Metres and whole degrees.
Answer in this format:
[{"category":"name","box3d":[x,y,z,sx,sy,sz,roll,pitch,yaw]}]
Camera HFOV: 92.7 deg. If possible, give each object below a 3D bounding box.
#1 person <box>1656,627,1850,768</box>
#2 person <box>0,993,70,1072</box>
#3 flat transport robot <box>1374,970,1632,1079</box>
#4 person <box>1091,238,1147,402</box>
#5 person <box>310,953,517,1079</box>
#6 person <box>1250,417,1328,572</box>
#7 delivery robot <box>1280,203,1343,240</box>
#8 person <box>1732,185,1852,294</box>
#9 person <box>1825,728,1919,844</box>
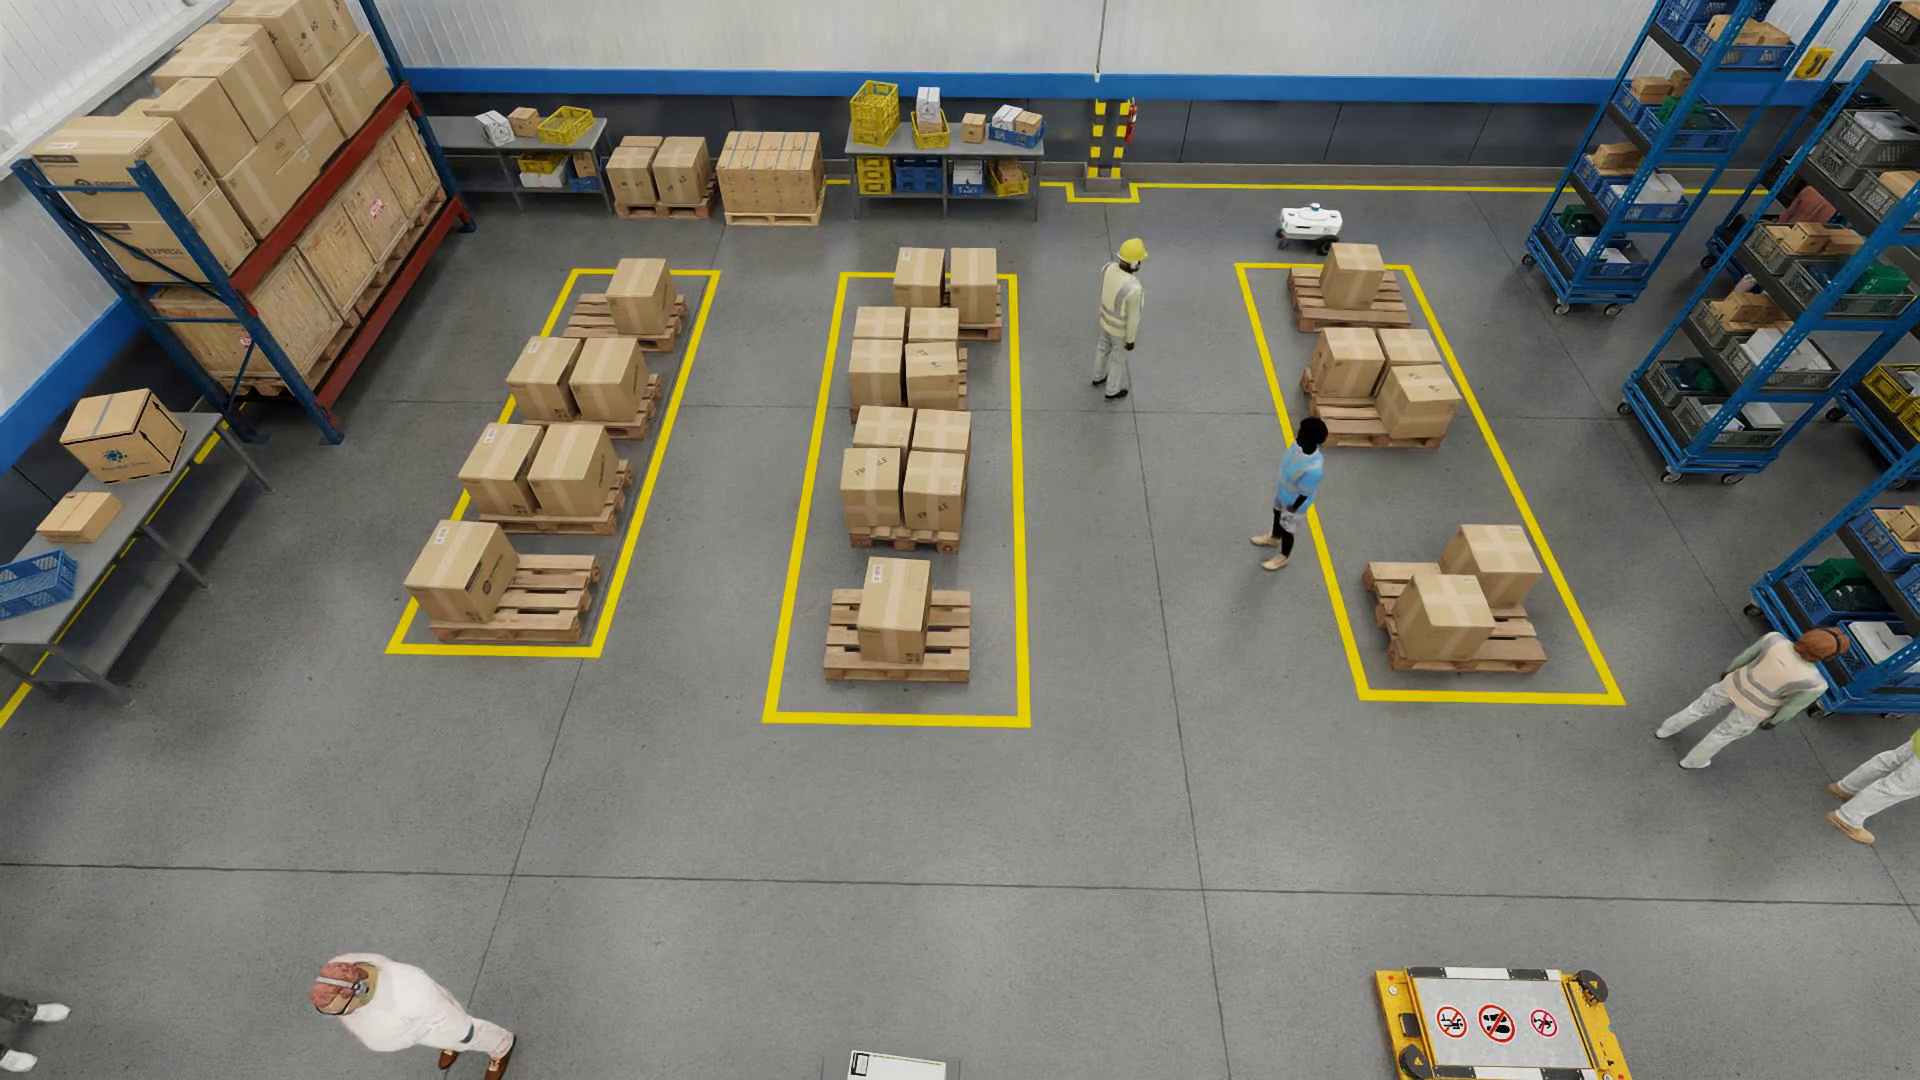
[{"category":"person","box3d":[5.735,1.143,6.665,0.315,1.632,0.518,-11,52,-9]},{"category":"person","box3d":[-6.102,2.677,5.239,0.398,1.907,0.600,2,51,2]},{"category":"flat transport robot","box3d":[3.501,3.133,5.914,1.431,0.197,0.652,1,51,1]},{"category":"person","box3d":[1.613,-2.214,9.283,0.404,1.823,0.596,-17,53,-13]},{"category":"person","box3d":[-3.090,2.728,5.206,0.648,1.900,0.400,12,52,10]},{"category":"person","box3d":[2.854,-0.399,7.888,0.322,1.688,0.534,-2,51,-2]},{"category":"delivery robot","box3d":[4.382,-3.971,11.465,0.707,0.478,0.477,4,51,3]},{"category":"person","box3d":[9.075,-3.167,9.958,0.411,1.981,0.625,-20,54,-16]},{"category":"person","box3d":[6.742,1.478,6.261,0.430,1.838,0.619,31,57,23]}]
